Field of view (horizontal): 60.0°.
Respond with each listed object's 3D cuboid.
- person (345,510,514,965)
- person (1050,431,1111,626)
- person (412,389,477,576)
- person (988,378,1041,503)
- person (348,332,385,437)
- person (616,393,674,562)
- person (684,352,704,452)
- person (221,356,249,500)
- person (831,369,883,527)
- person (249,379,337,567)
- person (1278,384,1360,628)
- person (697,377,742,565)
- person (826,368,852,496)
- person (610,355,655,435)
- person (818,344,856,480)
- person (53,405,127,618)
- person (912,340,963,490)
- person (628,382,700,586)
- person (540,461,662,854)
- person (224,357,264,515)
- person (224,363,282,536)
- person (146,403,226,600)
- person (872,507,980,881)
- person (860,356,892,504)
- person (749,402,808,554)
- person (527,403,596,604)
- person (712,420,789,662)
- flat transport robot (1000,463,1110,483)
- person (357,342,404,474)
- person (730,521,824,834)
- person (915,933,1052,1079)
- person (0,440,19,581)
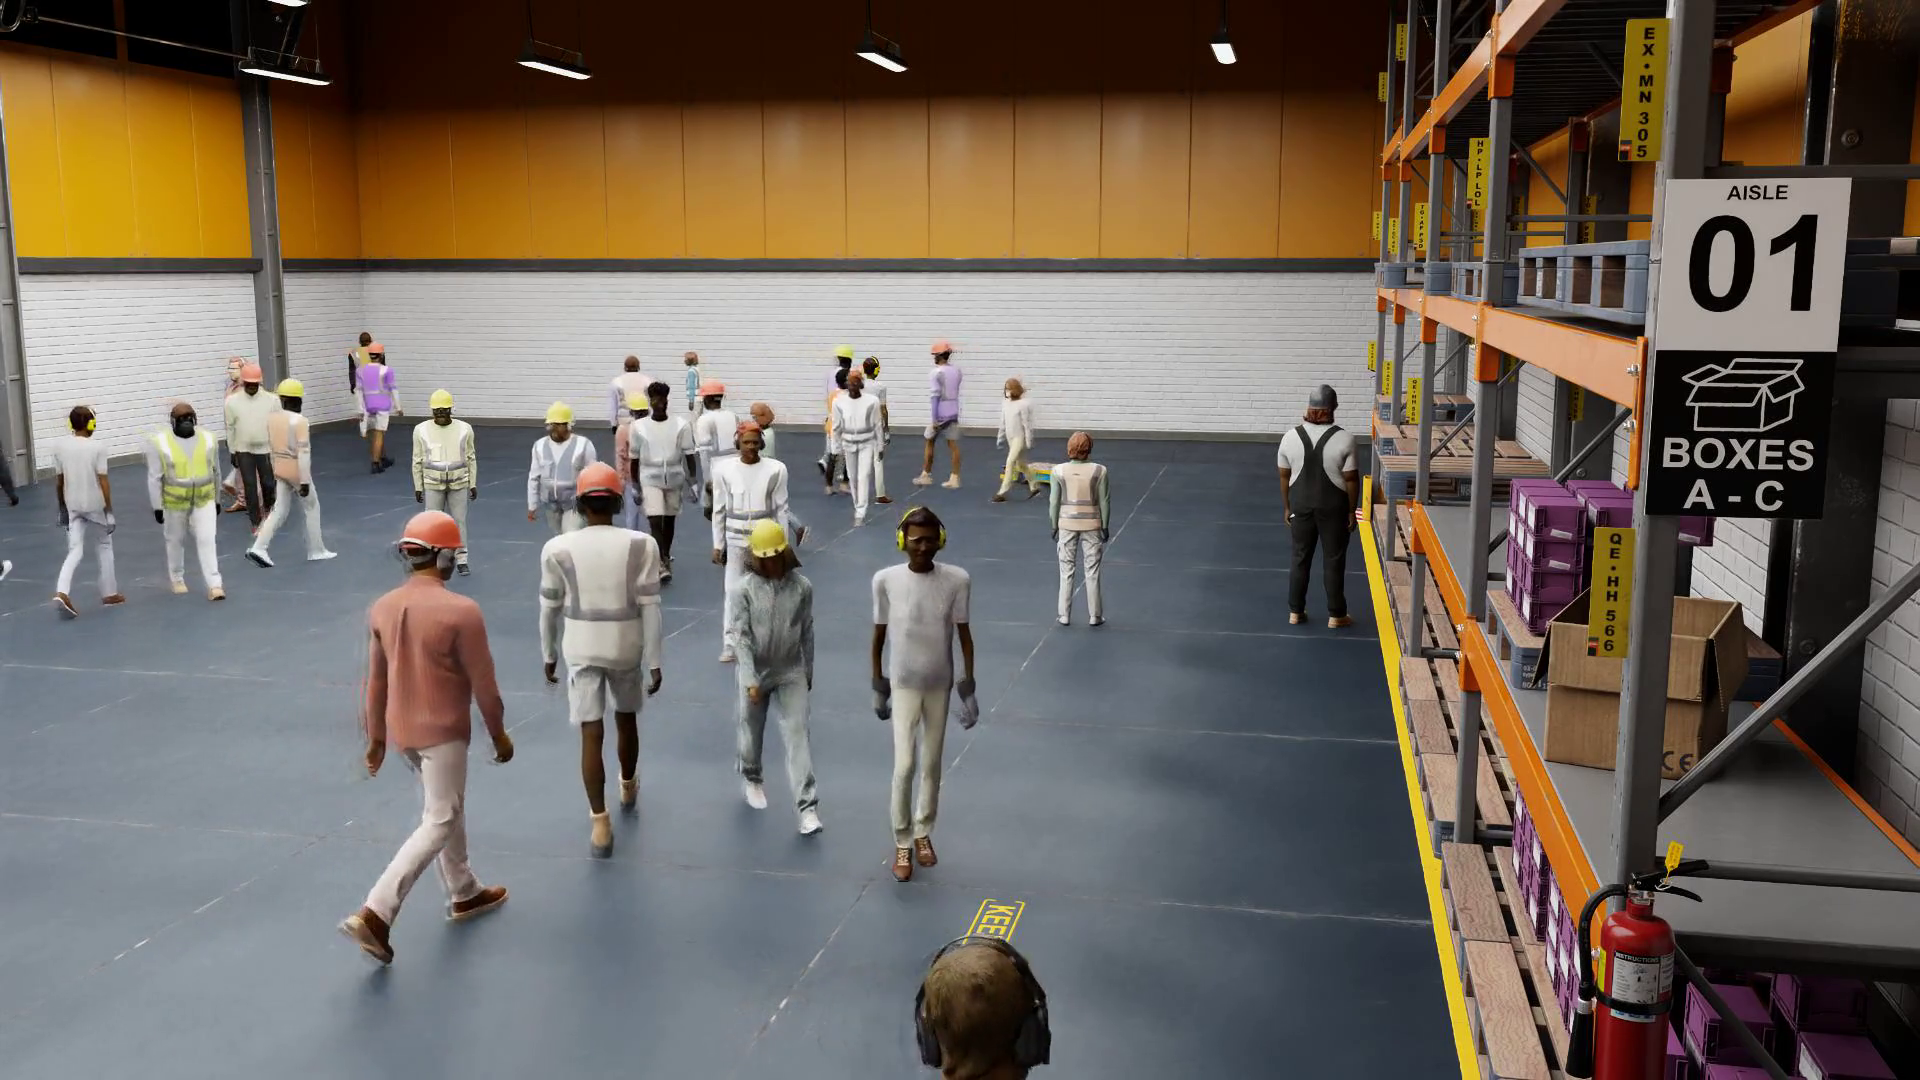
[{"bbox_3d":[-2.399,0.852,7.371,0.610,1.954,0.939,6,11,32],"label":"person"},{"bbox_3d":[1.005,-0.086,13.944,0.512,1.639,0.311,2,10,11],"label":"person"},{"bbox_3d":[-4.992,-0.548,16.143,0.599,1.830,0.403,-4,10,-21],"label":"person"},{"bbox_3d":[0.726,-1.283,21.308,0.885,1.585,0.502,-6,11,-33],"label":"person"},{"bbox_3d":[-10.432,-2.738,29.317,0.634,1.840,0.429,-4,10,-24],"label":"person"},{"bbox_3d":[-3.176,-0.607,16.789,0.540,1.731,0.802,-5,11,-29],"label":"person"},{"bbox_3d":[-4.303,-2.240,26.982,0.338,1.618,0.518,0,9,1],"label":"person"},{"bbox_3d":[-9.029,-1.369,20.905,0.578,1.902,0.681,-4,10,-22],"label":"person"},{"bbox_3d":[-1.198,-1.104,19.538,0.597,1.836,0.930,1,10,7],"label":"person"},{"bbox_3d":[-6.785,-0.680,16.766,0.596,1.896,0.921,5,11,29],"label":"person"},{"bbox_3d":[3.038,-0.291,13.968,0.682,2.000,0.537,5,11,30],"label":"person"},{"bbox_3d":[-2.356,-0.658,16.573,0.617,1.919,0.544,8,13,42],"label":"person"},{"bbox_3d":[-1.525,-1.401,21.727,0.479,1.676,0.608,-6,11,-30],"label":"person"},{"bbox_3d":[-4.425,-1.600,22.568,0.628,1.812,0.808,-2,10,-13],"label":"person"},{"bbox_3d":[-1.673,-1.783,23.334,0.499,1.915,0.590,-7,12,-36],"label":"person"},{"bbox_3d":[-7.637,-0.262,14.466,0.524,1.825,0.917,0,9,0],"label":"person"},{"bbox_3d":[-0.297,-1.699,22.523,0.624,2.010,0.854,-9,13,-42],"label":"person"},{"bbox_3d":[-2.802,-0.538,15.807,0.632,1.913,0.988,-3,10,-20],"label":"person"},{"bbox_3d":[-1.904,0.578,8.857,0.628,1.991,1.033,-2,10,-11],"label":"person"},{"bbox_3d":[-8.721,-1.264,20.228,0.639,1.910,0.406,5,11,29],"label":"person"},{"bbox_3d":[-7.948,-1.043,18.796,0.621,1.956,0.751,-4,10,-22],"label":"person"},{"bbox_3d":[-7.020,-0.349,15.097,0.647,1.788,0.974,-7,12,-37],"label":"person"},{"bbox_3d":[-0.162,0.755,8.241,0.515,1.847,0.650,-2,10,-10],"label":"person"},{"bbox_3d":[-1.115,-1.387,21.084,0.512,1.873,0.329,4,10,23],"label":"person"},{"bbox_3d":[-1.960,-0.647,17.400,0.682,1.608,0.535,-1,10,-9],"label":"person"},{"bbox_3d":[-3.605,-0.332,14.975,0.621,1.782,0.924,2,10,10],"label":"person"},{"bbox_3d":[-1.588,0.015,12.651,0.578,1.869,0.381,-1,9,-4],"label":"person"},{"bbox_3d":[1.312,-0.909,23.012,1.431,0.197,0.652,8,12,41],"label":"flat transport robot"},{"bbox_3d":[-8.459,-1.948,24.373,0.556,1.899,0.915,2,10,13],"label":"person"},{"bbox_3d":[-1.002,0.718,8.983,0.483,1.675,0.972,-4,10,-23],"label":"person"},{"bbox_3d":[0.044,1.630,2.917,1.037,1.868,0.686,-9,13,-43],"label":"person"},{"bbox_3d":[-9.157,-0.458,15.506,0.600,1.866,1.013,1,9,4],"label":"person"}]
